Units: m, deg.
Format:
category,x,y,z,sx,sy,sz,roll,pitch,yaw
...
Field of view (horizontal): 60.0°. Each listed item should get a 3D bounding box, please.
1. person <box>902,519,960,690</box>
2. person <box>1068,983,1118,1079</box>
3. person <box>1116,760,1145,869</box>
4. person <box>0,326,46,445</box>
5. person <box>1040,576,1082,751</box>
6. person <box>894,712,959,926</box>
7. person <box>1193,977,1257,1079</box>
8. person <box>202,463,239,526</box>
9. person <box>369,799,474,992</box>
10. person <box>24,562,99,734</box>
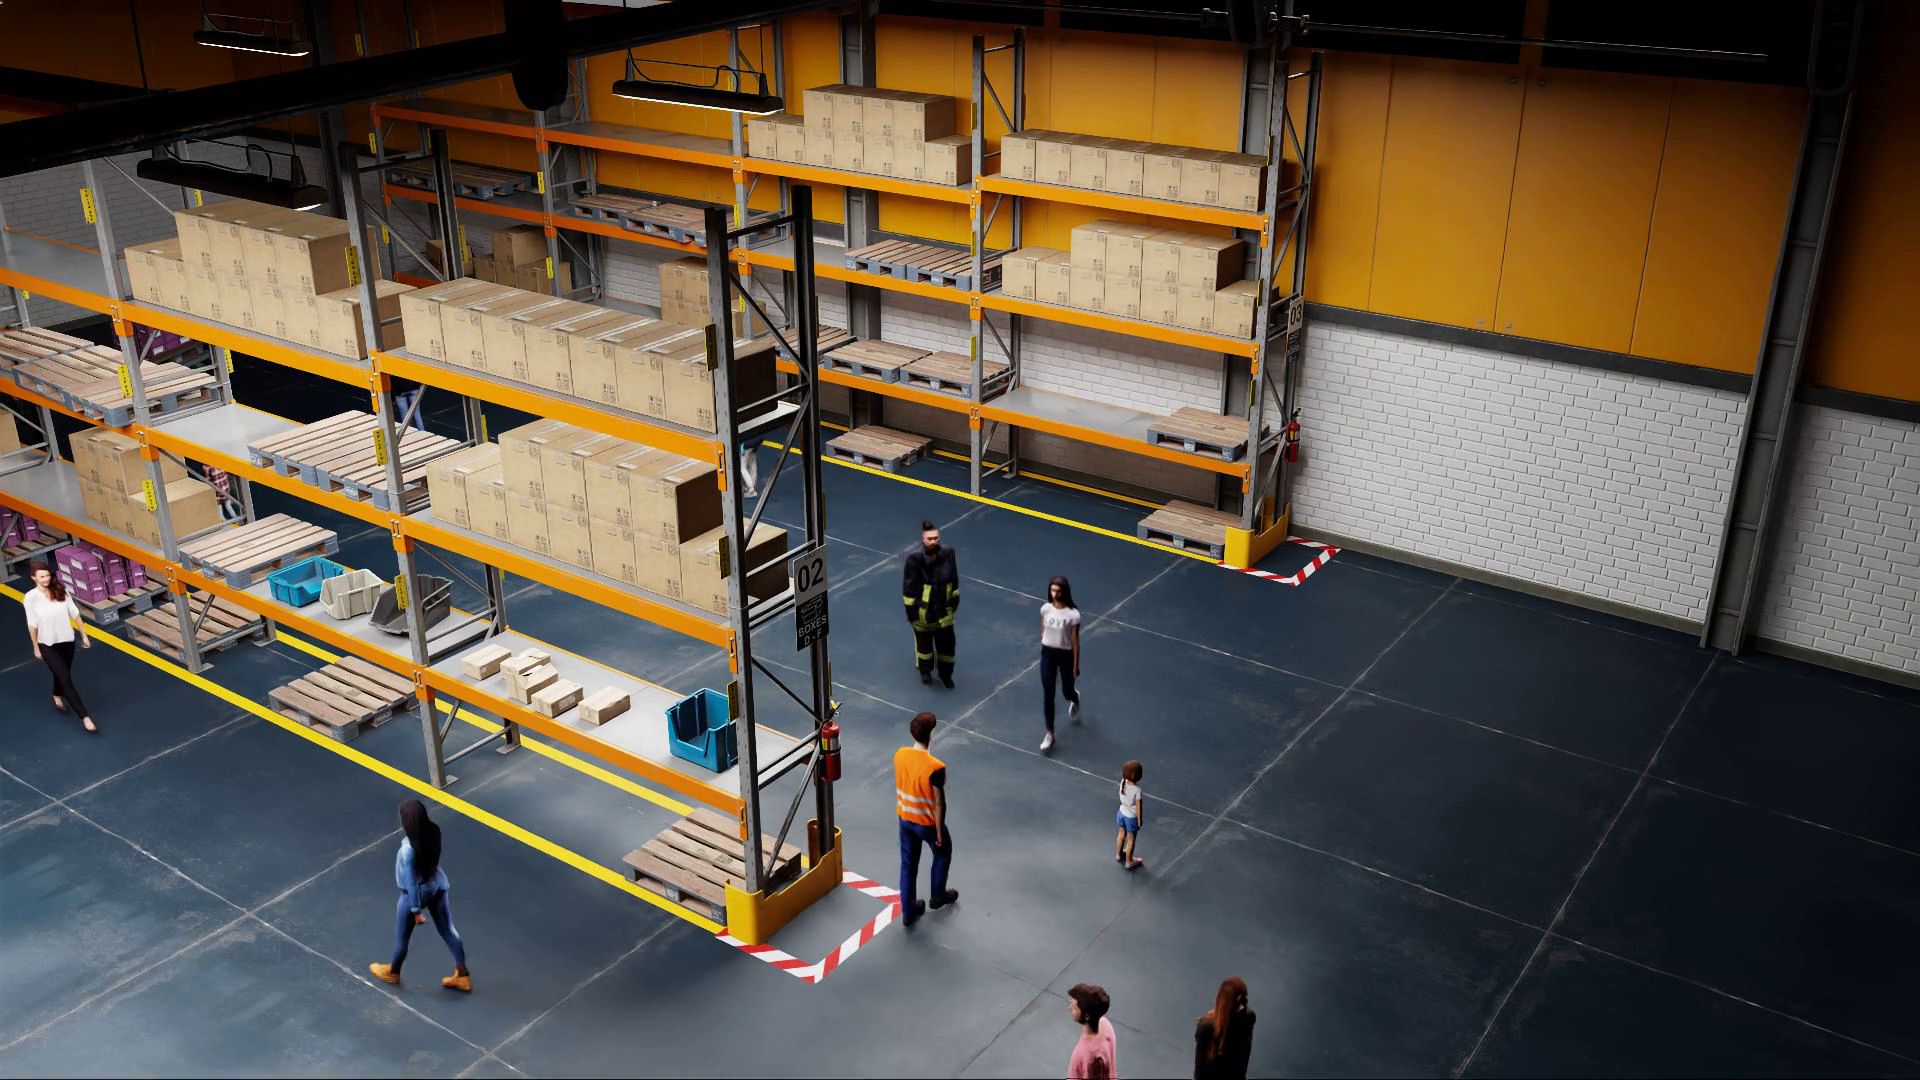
category,x,y,z,sx,sy,sz,roll,pitch,yaw
person,-0.310,0.614,17.386,0.954,1.852,0.997,-7,24,-15
person,0.936,3.631,10.404,1.257,1.916,0.965,5,24,12
person,1.468,2.363,14.424,0.527,1.019,0.432,-14,27,-29
person,-13.562,-2.212,23.916,1.070,1.799,0.752,10,25,21
person,1.008,1.154,16.270,1.033,1.756,0.777,12,26,25
person,-0.369,2.309,13.490,0.738,1.865,0.749,14,27,29
person,1.658,3.523,10.958,1.018,1.670,1.140,-7,24,-15
person,-9.327,-0.636,20.932,0.557,1.301,0.579,8,25,17
person,-4.002,2.744,12.719,1.120,1.686,0.822,7,25,16
person,-9.020,1.038,16.547,1.121,1.747,0.623,16,28,33
